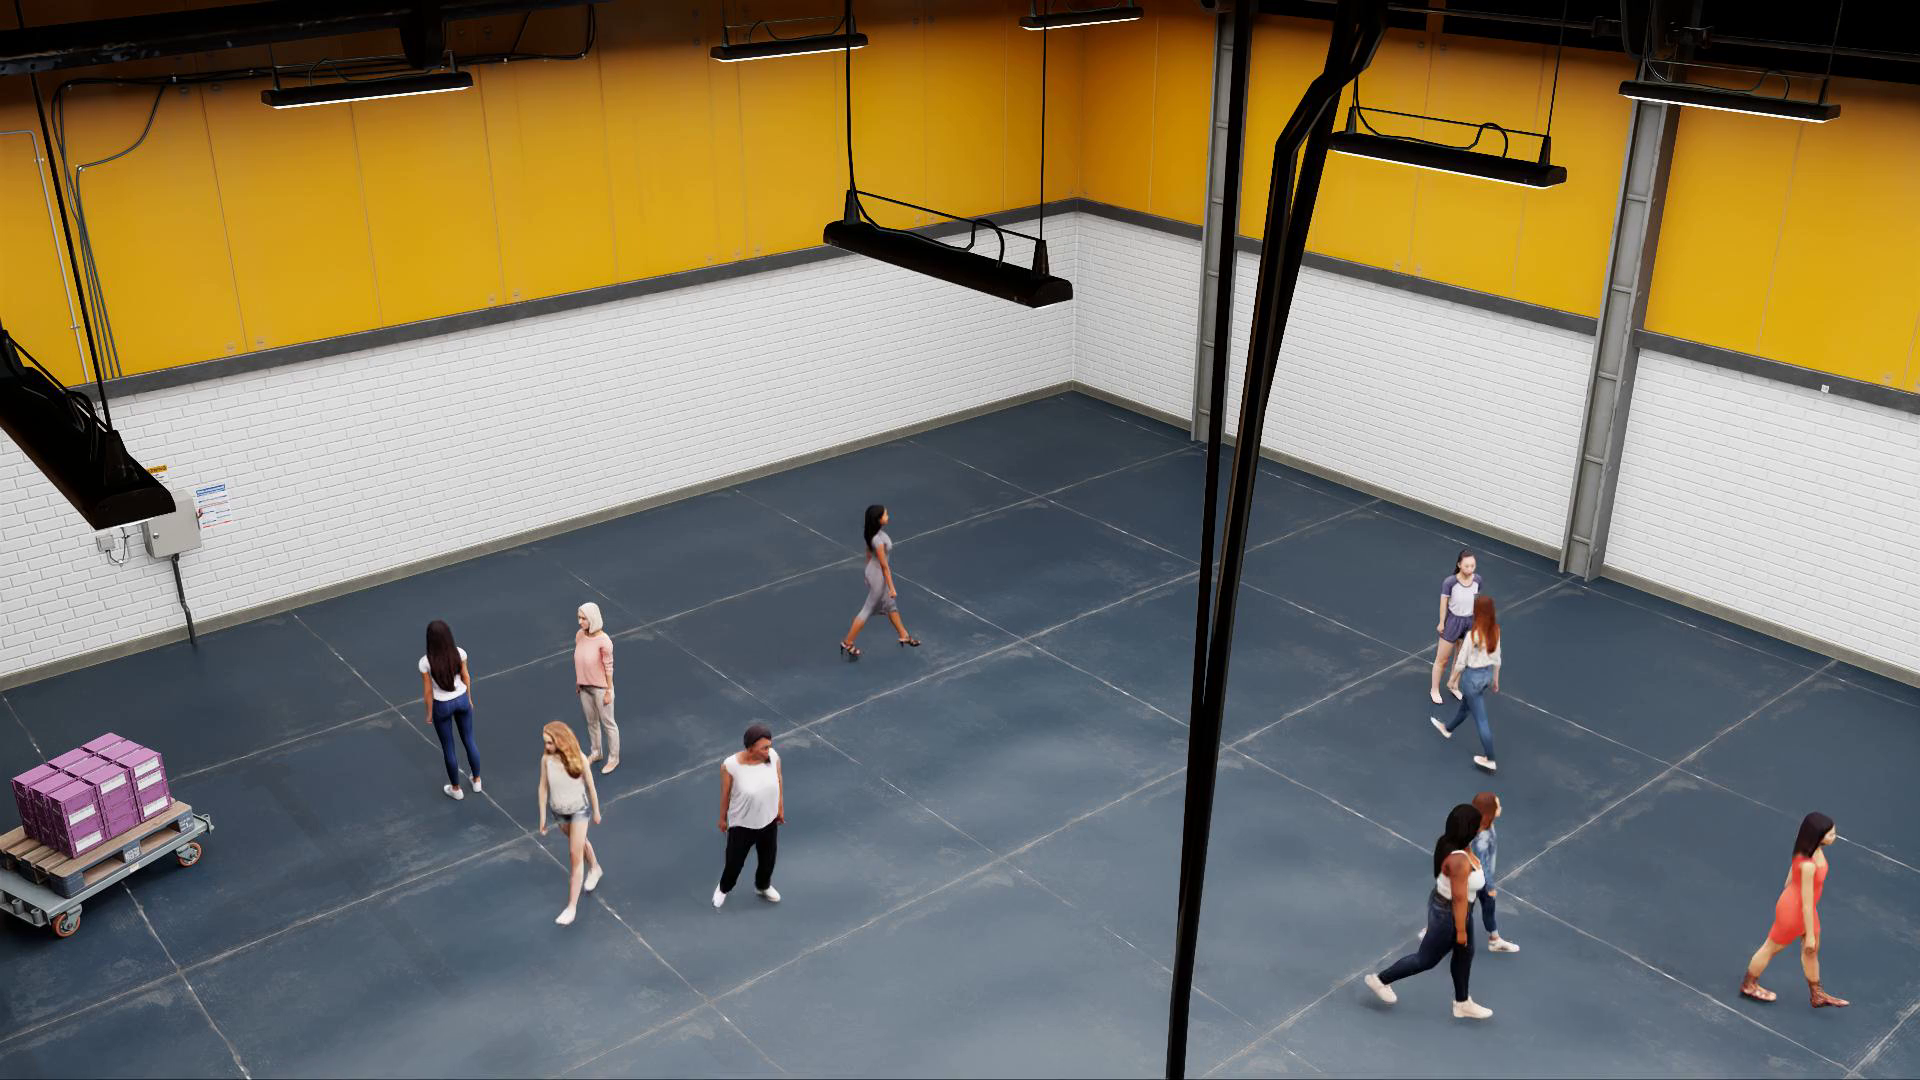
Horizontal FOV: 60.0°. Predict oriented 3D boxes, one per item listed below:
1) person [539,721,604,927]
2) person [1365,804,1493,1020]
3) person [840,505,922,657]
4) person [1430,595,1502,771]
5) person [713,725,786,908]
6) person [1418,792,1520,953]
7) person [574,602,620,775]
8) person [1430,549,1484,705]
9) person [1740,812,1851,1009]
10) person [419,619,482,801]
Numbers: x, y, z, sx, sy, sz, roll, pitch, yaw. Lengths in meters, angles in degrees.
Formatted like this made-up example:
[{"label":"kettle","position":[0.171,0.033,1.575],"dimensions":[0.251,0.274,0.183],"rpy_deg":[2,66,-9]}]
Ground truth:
[{"label":"person","position":[-3.174,2.212,13.720],"dimensions":[1.117,1.712,1.104],"rpy_deg":[4,24,10]},{"label":"person","position":[3.520,2.788,12.340],"dimensions":[1.274,1.763,1.093],"rpy_deg":[7,25,16]},{"label":"person","position":[-0.969,0.485,17.650],"dimensions":[1.003,1.730,1.136],"rpy_deg":[-6,24,-13]},{"label":"person","position":[4.938,1.382,15.672],"dimensions":[0.686,1.670,1.150],"rpy_deg":[-14,27,-29]},{"label":"person","position":[-1.721,2.264,13.665],"dimensions":[0.848,1.661,0.750],"rpy_deg":[-7,25,-16]},{"label":"person","position":[3.976,2.638,13.075],"dimensions":[1.072,1.450,0.876],"rpy_deg":[8,25,17]},{"label":"person","position":[-3.420,1.366,15.639],"dimensions":[0.582,1.725,0.728],"rpy_deg":[13,27,27]},{"label":"person","position":[5.044,0.869,16.871],"dimensions":[0.665,1.649,0.653],"rpy_deg":[-6,24,-13]},{"label":"person","position":[6.168,2.776,12.460],"dimensions":[1.065,1.688,0.851],"rpy_deg":[12,26,25]},{"label":"person","position":[-4.645,1.538,15.186],"dimensions":[0.594,1.774,0.515],"rpy_deg":[-17,29,-34]}]
